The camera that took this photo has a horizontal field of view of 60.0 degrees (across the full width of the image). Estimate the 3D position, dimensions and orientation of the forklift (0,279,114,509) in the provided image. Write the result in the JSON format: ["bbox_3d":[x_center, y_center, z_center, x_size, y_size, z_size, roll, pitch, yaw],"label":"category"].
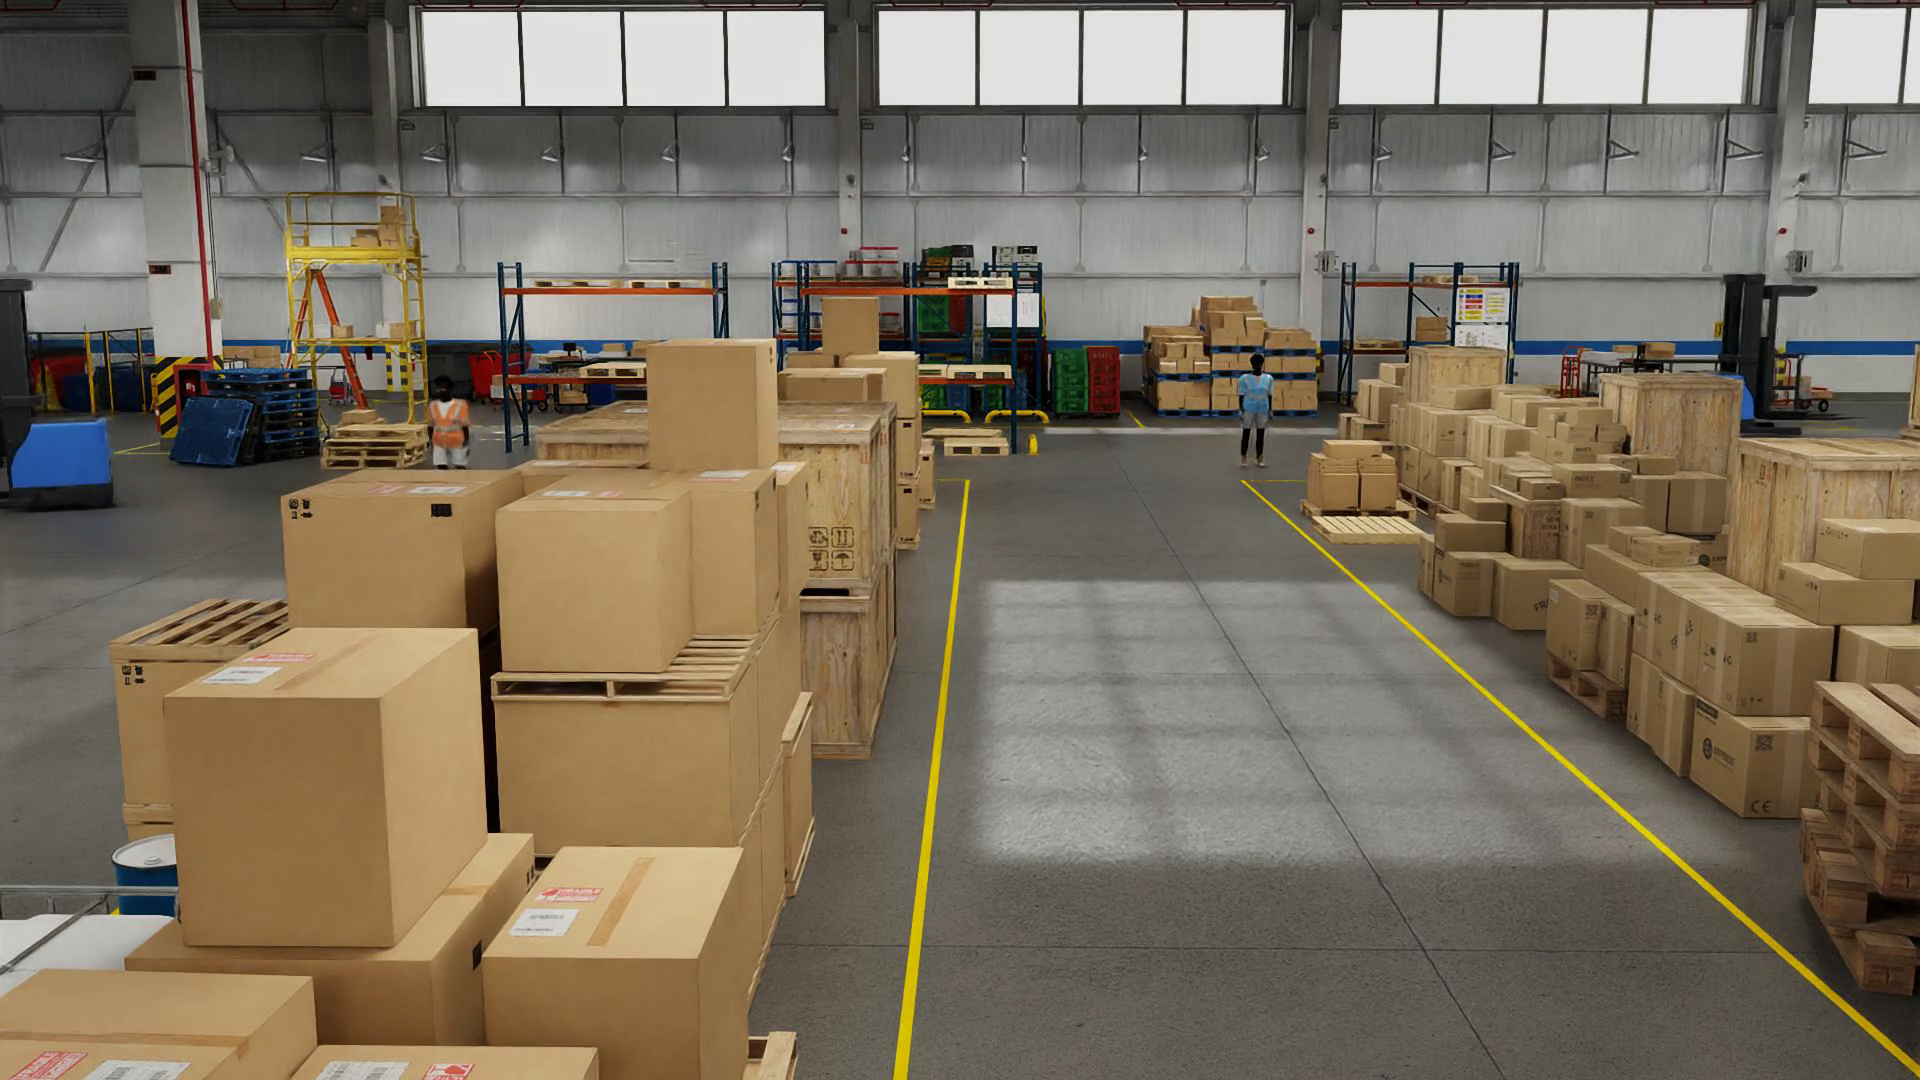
[{"bbox_3d":[-11.538,-1.795,20.389,1.873,2.768,1.129,-4,10,-25],"label":"forklift"}]

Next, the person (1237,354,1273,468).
[{"bbox_3d":[4.368,-1.909,24.605,0.540,1.696,0.317,-1,10,-5],"label":"person"}]

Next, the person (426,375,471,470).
[{"bbox_3d":[-6.215,-1.177,20.257,0.540,1.677,0.521,0,9,1],"label":"person"}]

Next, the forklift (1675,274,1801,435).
[{"bbox_3d":[13.678,-3.272,29.236,1.873,2.768,1.129,0,9,1],"label":"forklift"}]
